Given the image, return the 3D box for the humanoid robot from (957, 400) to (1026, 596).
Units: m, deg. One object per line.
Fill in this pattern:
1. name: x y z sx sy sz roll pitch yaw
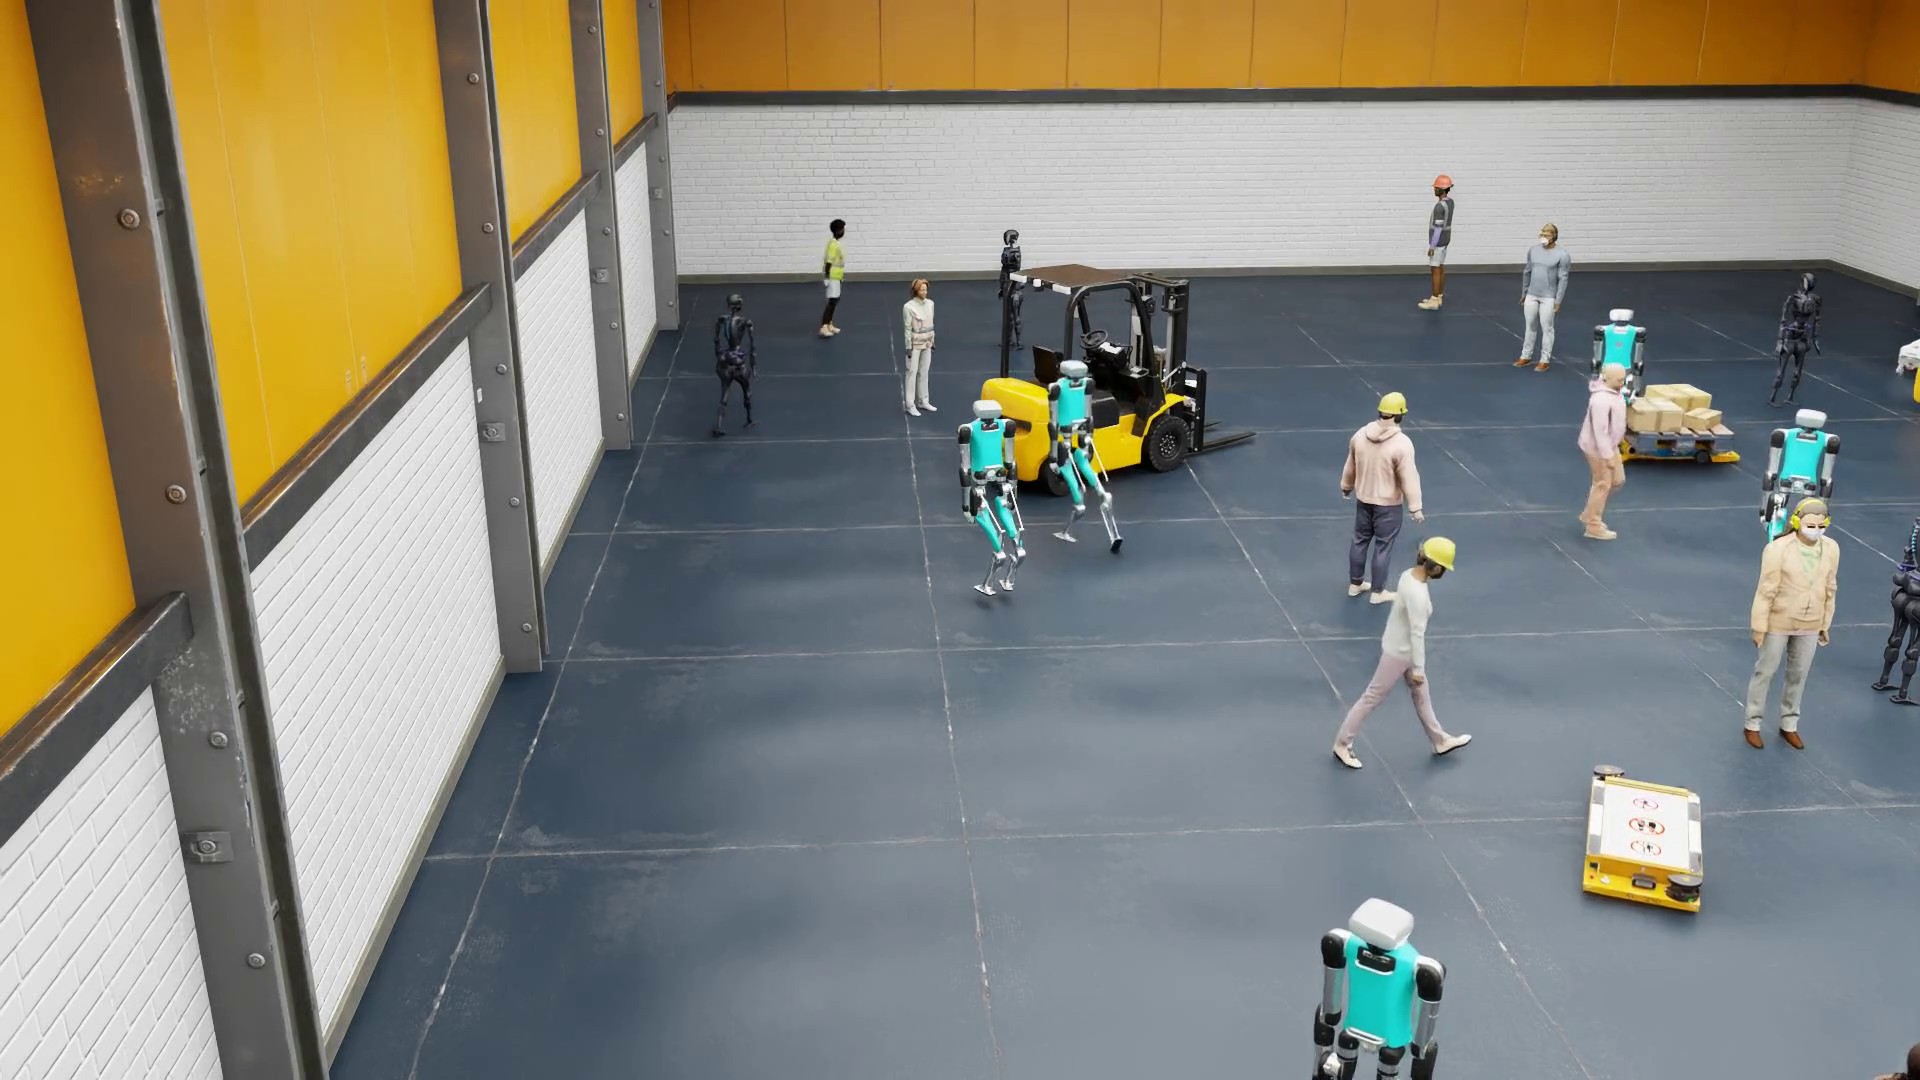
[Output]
1. humanoid robot: 0.326 -0.315 14.161 0.533 1.677 0.735 -8 22 -22

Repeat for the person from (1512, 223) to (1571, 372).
1. person: 7.674 -3.199 21.923 0.373 1.939 0.628 -16 26 -37

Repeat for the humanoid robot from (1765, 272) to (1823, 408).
1. humanoid robot: 10.164 -2.428 20.194 0.603 1.654 0.321 -4 21 -11

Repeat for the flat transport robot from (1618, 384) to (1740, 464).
1. flat transport robot: 7.824 -1.053 18.495 1.431 0.231 0.659 1 20 2

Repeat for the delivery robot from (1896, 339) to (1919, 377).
1. delivery robot: 12.596 -2.406 21.751 0.768 0.583 0.499 -15 25 -35

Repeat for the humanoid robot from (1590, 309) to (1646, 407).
1. humanoid robot: 7.124 -1.678 18.108 0.554 1.784 0.880 8 22 21

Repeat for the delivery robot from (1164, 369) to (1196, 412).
1. delivery robot: 2.479 -1.755 19.980 0.765 0.585 0.499 6 21 15

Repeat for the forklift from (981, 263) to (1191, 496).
1. forklift: 1.315 -1.764 17.646 2.313 2.155 1.214 -14 24 -33

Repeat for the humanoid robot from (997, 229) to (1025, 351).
1. humanoid robot: 0.717 -3.465 23.004 0.315 1.657 0.599 -8 22 -20

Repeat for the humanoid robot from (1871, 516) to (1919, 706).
1. humanoid robot: 7.200 0.399 12.476 0.315 1.657 0.599 0 20 0

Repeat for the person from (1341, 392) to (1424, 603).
1. person: 3.601 -0.354 14.296 0.436 1.856 0.814 -16 26 -38

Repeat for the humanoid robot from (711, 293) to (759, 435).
1. humanoid robot: -2.636 -2.025 19.197 0.590 1.648 0.772 10 22 25

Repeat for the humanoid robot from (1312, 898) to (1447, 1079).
1. humanoid robot: 1.613 2.424 6.953 0.543 1.764 1.031 14 24 34

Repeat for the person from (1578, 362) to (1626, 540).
1. person: 6.101 -0.852 15.783 0.462 1.759 0.570 14 24 33

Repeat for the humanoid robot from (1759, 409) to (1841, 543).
1. humanoid robot: 6.984 -0.152 13.924 0.539 1.763 0.877 8 22 21

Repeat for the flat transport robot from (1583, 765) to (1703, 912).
1. flat transport robot: 4.326 1.869 10.534 0.659 0.231 1.431 8 22 20

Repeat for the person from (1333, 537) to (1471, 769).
1. person: 3.103 0.770 11.476 0.965 1.675 0.596 4 21 11

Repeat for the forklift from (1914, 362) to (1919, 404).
1. forklift: 12.602 -2.435 19.475 2.313 2.155 1.214 -1 20 -4

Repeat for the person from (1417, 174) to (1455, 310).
1. person: 7.316 -4.564 25.494 0.370 2.044 0.606 11 23 28

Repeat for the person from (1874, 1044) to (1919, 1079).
1. person: 3.523 2.629 6.483 0.626 1.631 0.483 -1 20 -3

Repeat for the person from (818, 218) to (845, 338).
1. person: -1.825 -3.760 23.833 0.394 1.662 0.597 1 20 2

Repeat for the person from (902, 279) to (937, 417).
1. person: -0.490 -2.320 19.957 0.306 1.640 0.512 15 25 36

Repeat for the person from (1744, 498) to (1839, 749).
1. person: 5.852 0.581 11.740 0.563 1.868 0.399 -1 20 -2

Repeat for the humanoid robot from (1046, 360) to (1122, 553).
1. humanoid robot: 1.227 -0.727 15.540 0.552 1.815 0.903 -15 25 -34
